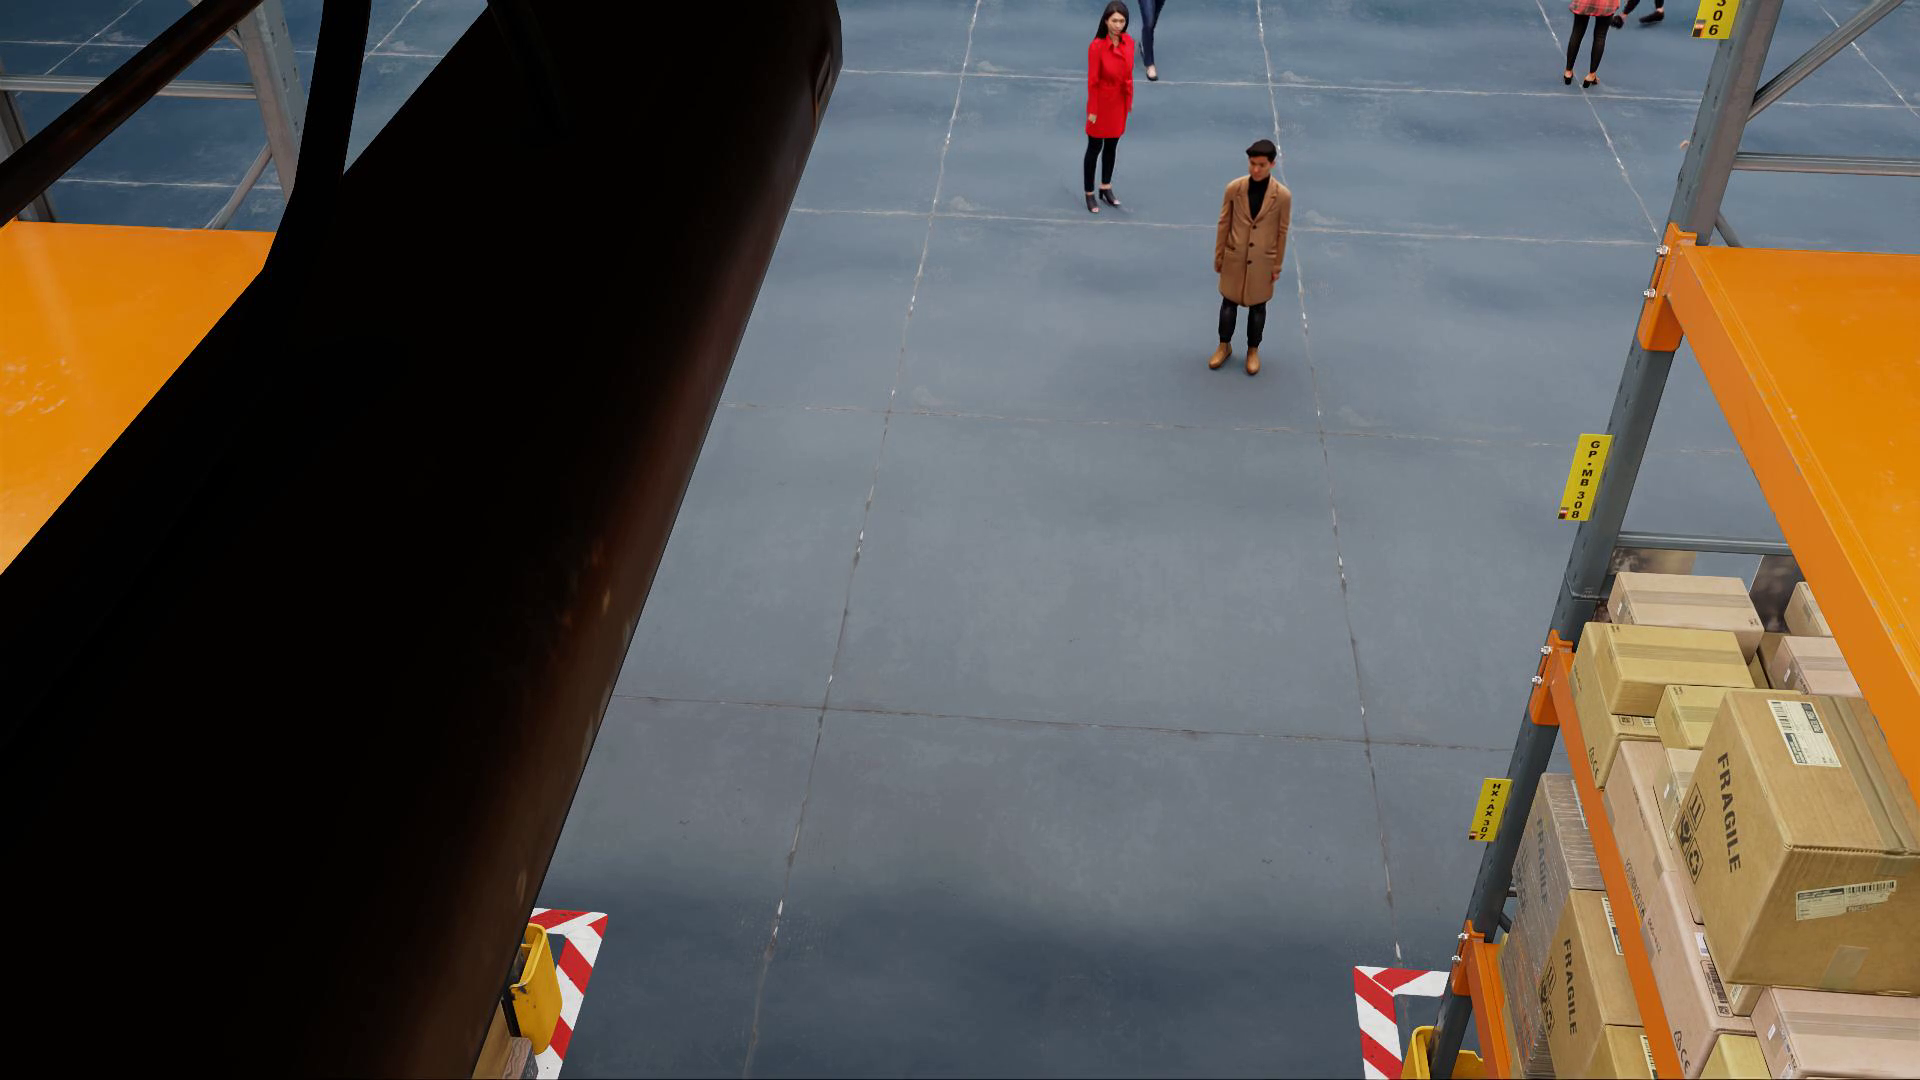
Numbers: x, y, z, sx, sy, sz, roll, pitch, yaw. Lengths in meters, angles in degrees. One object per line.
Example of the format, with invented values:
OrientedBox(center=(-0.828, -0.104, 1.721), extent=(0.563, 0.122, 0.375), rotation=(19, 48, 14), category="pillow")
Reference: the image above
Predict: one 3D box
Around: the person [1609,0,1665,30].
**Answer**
OrientedBox(center=(7.151, -6.033, 16.851), extent=(0.927, 1.674, 1.090), rotation=(-10, 39, -12), category="person")

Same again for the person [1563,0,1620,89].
OrientedBox(center=(6.007, -5.129, 15.671), extent=(0.696, 1.703, 0.710), rotation=(23, 43, 26), category="person")

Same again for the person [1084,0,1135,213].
OrientedBox(center=(1.207, -3.550, 13.616), extent=(0.738, 1.749, 0.787), rotation=(-22, 43, -25), category="person")

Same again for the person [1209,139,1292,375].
OrientedBox(center=(2.035, -1.998, 11.649), extent=(0.693, 1.727, 0.683), rotation=(11, 39, 13), category="person")
